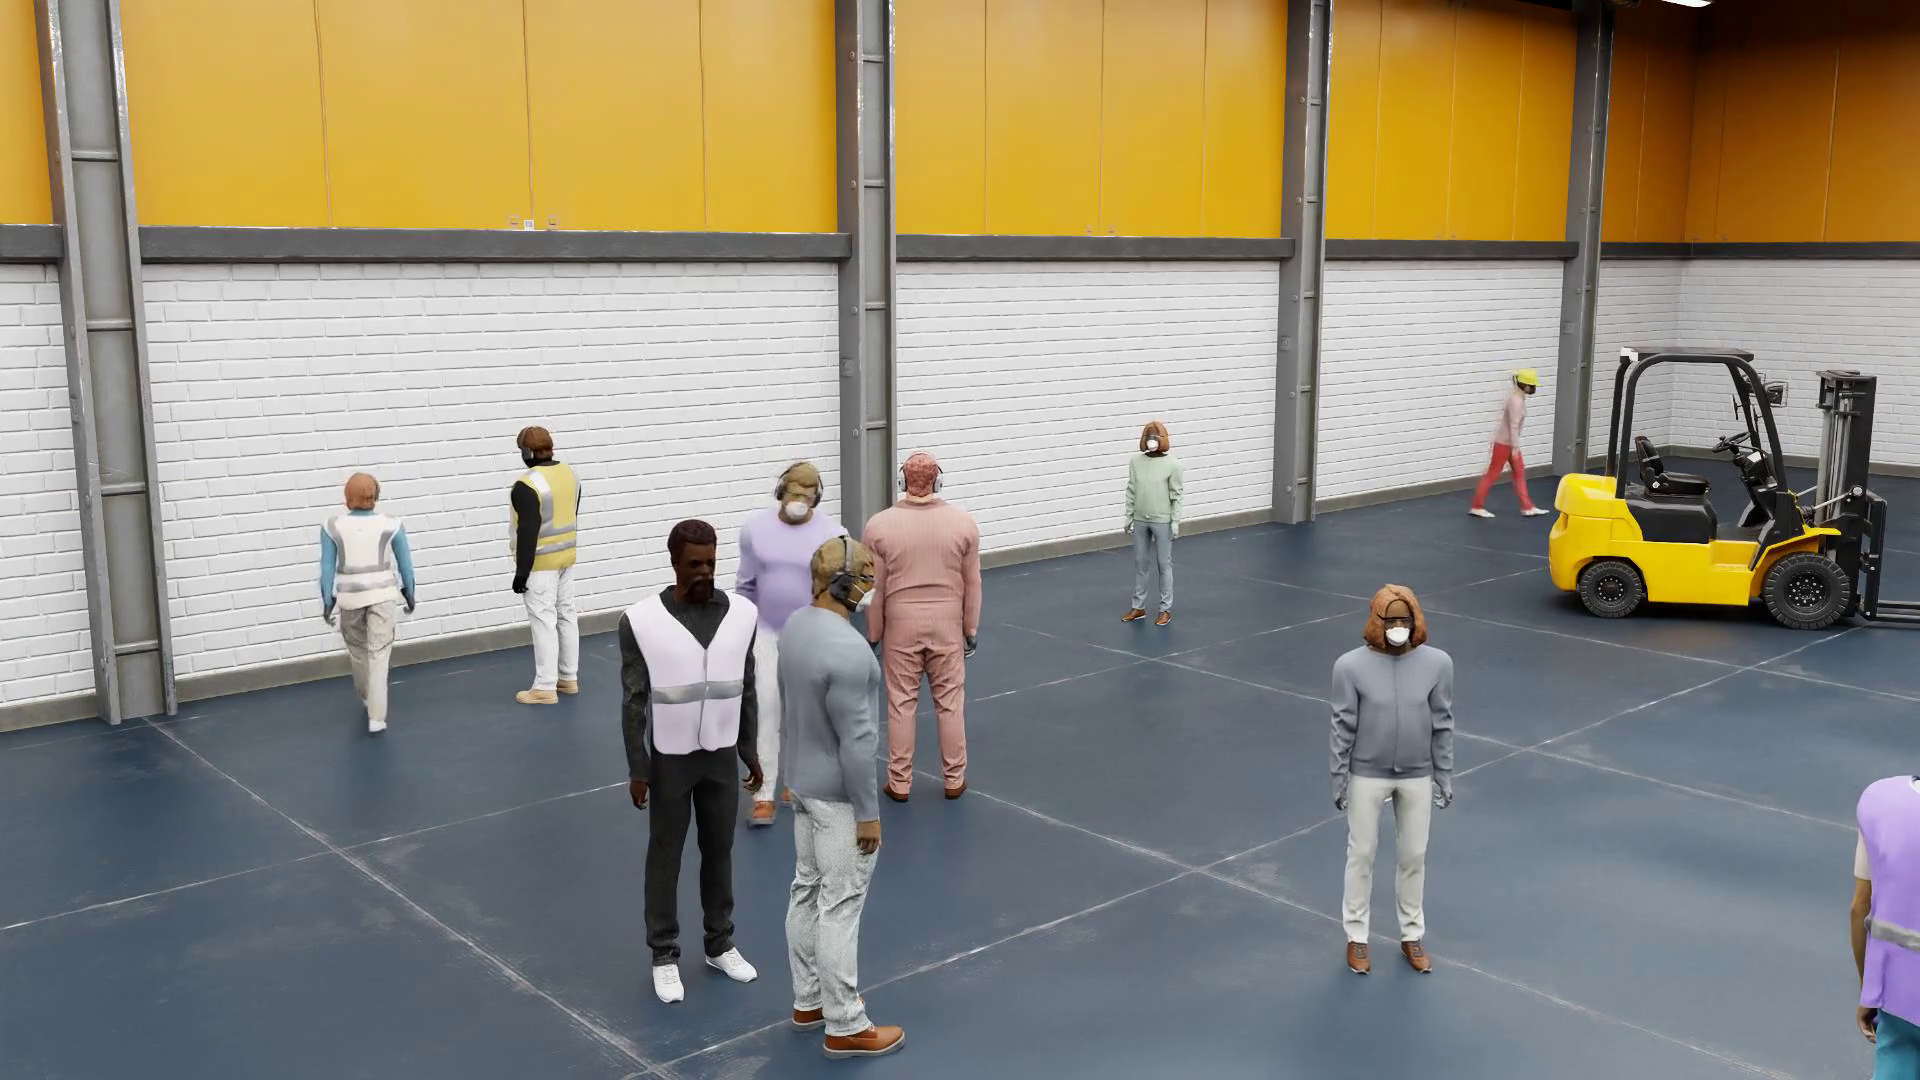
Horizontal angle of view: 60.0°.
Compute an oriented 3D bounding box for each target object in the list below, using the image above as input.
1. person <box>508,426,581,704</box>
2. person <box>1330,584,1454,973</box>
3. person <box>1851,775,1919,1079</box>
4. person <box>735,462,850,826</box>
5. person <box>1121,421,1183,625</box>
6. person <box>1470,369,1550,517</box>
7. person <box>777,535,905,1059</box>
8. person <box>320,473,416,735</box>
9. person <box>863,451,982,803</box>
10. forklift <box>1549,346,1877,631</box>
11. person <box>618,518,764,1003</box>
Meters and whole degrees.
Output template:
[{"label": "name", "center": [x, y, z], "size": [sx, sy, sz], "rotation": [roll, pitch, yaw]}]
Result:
[{"label": "person", "center": [-2.756, 0.162, 10.994], "size": [0.430, 1.838, 0.619], "rotation": [3, 10, 19]}, {"label": "person", "center": [1.766, 0.977, 6.835], "size": [0.503, 1.626, 0.281], "rotation": [0, 10, 0]}, {"label": "person", "center": [2.618, 1.277, 4.420], "size": [0.390, 1.850, 0.565], "rotation": [-5, 11, -25]}, {"label": "person", "center": [-0.874, 0.533, 8.647], "size": [0.661, 1.892, 0.819], "rotation": [1, 10, 7]}, {"label": "person", "center": [1.541, -0.138, 13.327], "size": [0.498, 1.636, 0.280], "rotation": [7, 12, 34]}, {"label": "person", "center": [6.192, -1.072, 18.610], "size": [0.903, 1.691, 0.551], "rotation": [5, 11, 25]}, {"label": "person", "center": [-0.461, 0.939, 6.161], "size": [0.371, 1.934, 0.627], "rotation": [-5, 11, -28]}, {"label": "person", "center": [-3.704, 0.373, 10.453], "size": [0.545, 1.589, 0.857], "rotation": [-2, 10, -12]}, {"label": "person", "center": [-0.205, 0.471, 8.979], "size": [0.639, 1.908, 0.409], "rotation": [-1, 10, -7]}, {"label": "forklift", "center": [6.109, -0.478, 13.691], "size": [2.313, 2.155, 1.214], "rotation": [3, 10, 16]}, {"label": "person", "center": [-1.068, 0.858, 6.673], "size": [0.593, 1.920, 0.391], "rotation": [-7, 12, -34]}]
